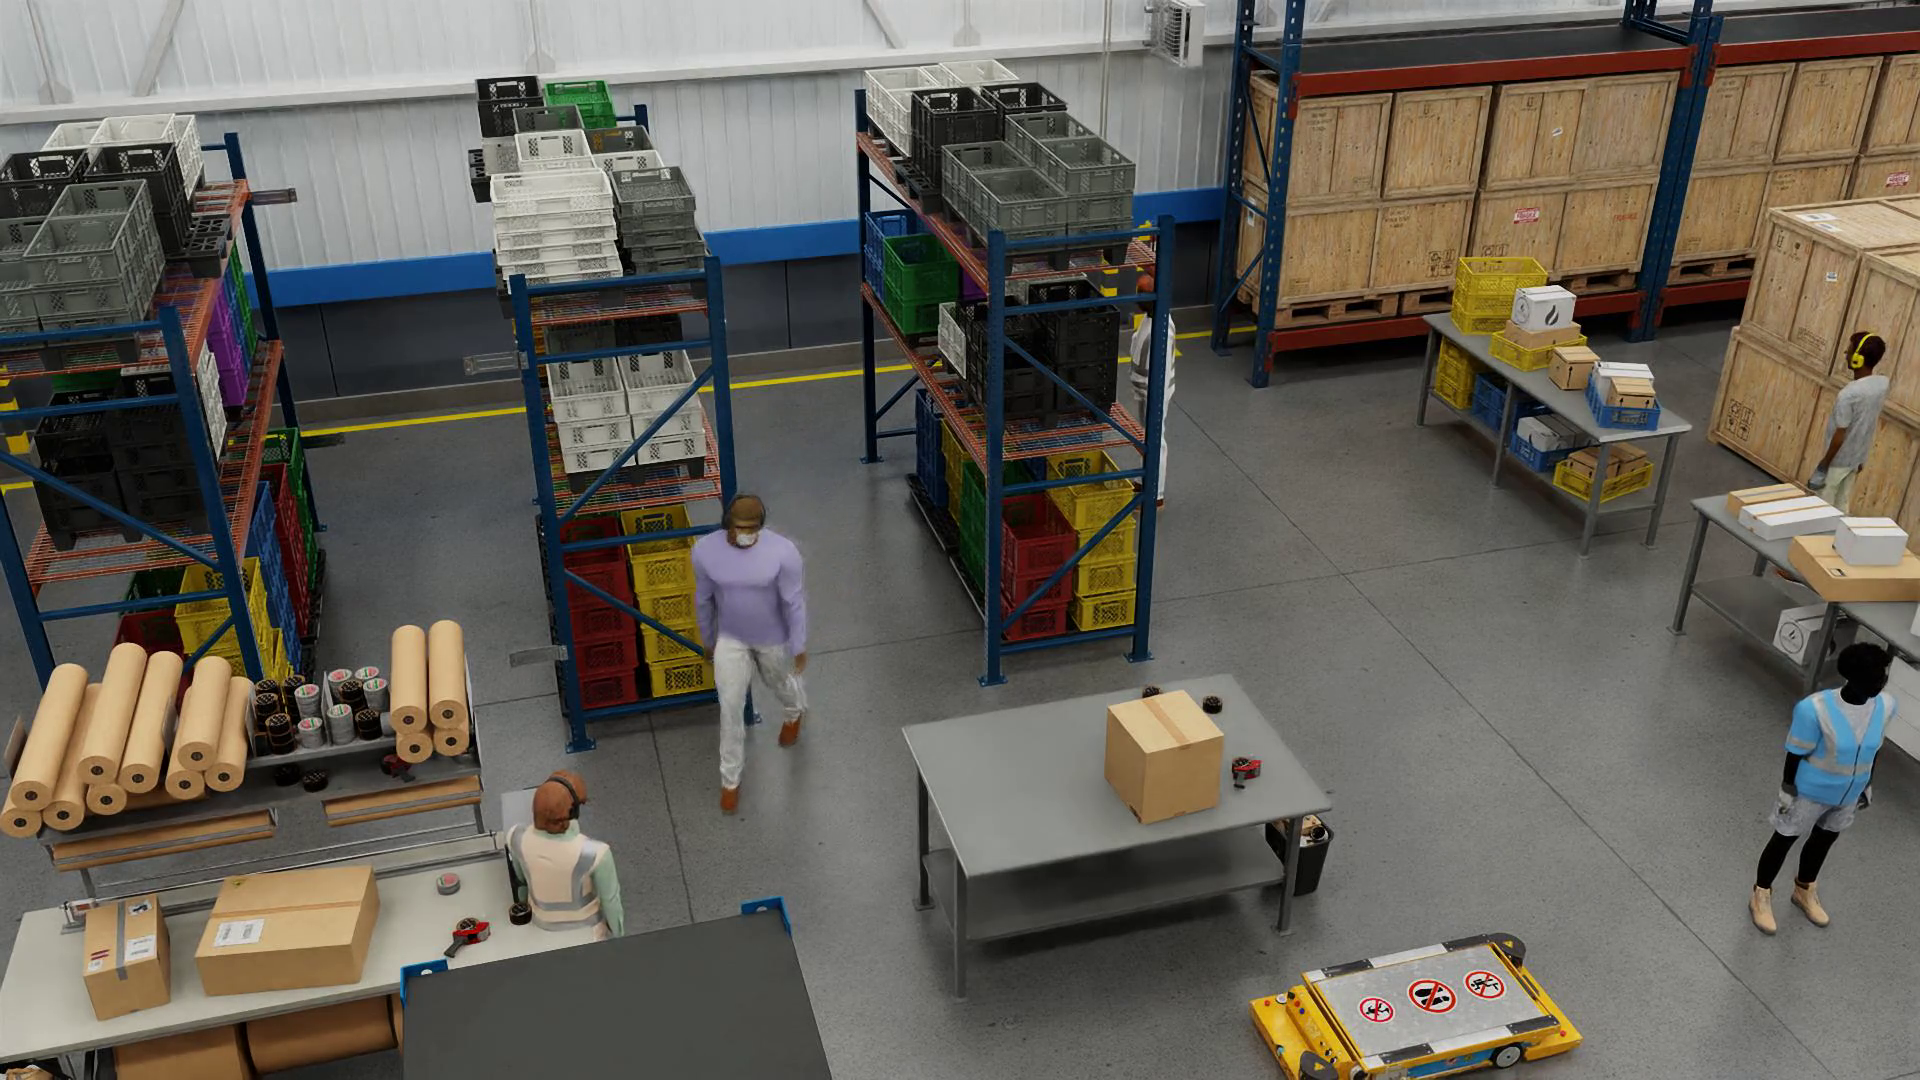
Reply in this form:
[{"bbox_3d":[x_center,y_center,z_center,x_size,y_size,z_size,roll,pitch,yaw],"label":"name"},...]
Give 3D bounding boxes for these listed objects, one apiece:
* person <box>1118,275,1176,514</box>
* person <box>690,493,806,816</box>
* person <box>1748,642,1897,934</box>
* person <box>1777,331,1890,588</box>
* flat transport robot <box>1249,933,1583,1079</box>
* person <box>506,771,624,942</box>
[{"bbox_3d":[1.426,-1.104,12.478,0.354,1.885,0.573,-2,29,-3],"label":"person"},{"bbox_3d":[-1.184,0.535,9.508,0.645,1.887,0.968,2,29,3],"label":"person"},{"bbox_3d":[4.367,1.247,8.392,0.541,1.697,0.316,-5,29,-8],"label":"person"},{"bbox_3d":[6.067,-0.542,11.476,0.534,1.864,0.309,-17,33,-28],"label":"person"},{"bbox_3d":[2.184,2.282,7.980,1.431,0.197,0.652,-8,30,-14],"label":"flat transport robot"},{"bbox_3d":[-1.762,1.760,7.527,0.527,1.631,0.318,7,30,12],"label":"person"}]
